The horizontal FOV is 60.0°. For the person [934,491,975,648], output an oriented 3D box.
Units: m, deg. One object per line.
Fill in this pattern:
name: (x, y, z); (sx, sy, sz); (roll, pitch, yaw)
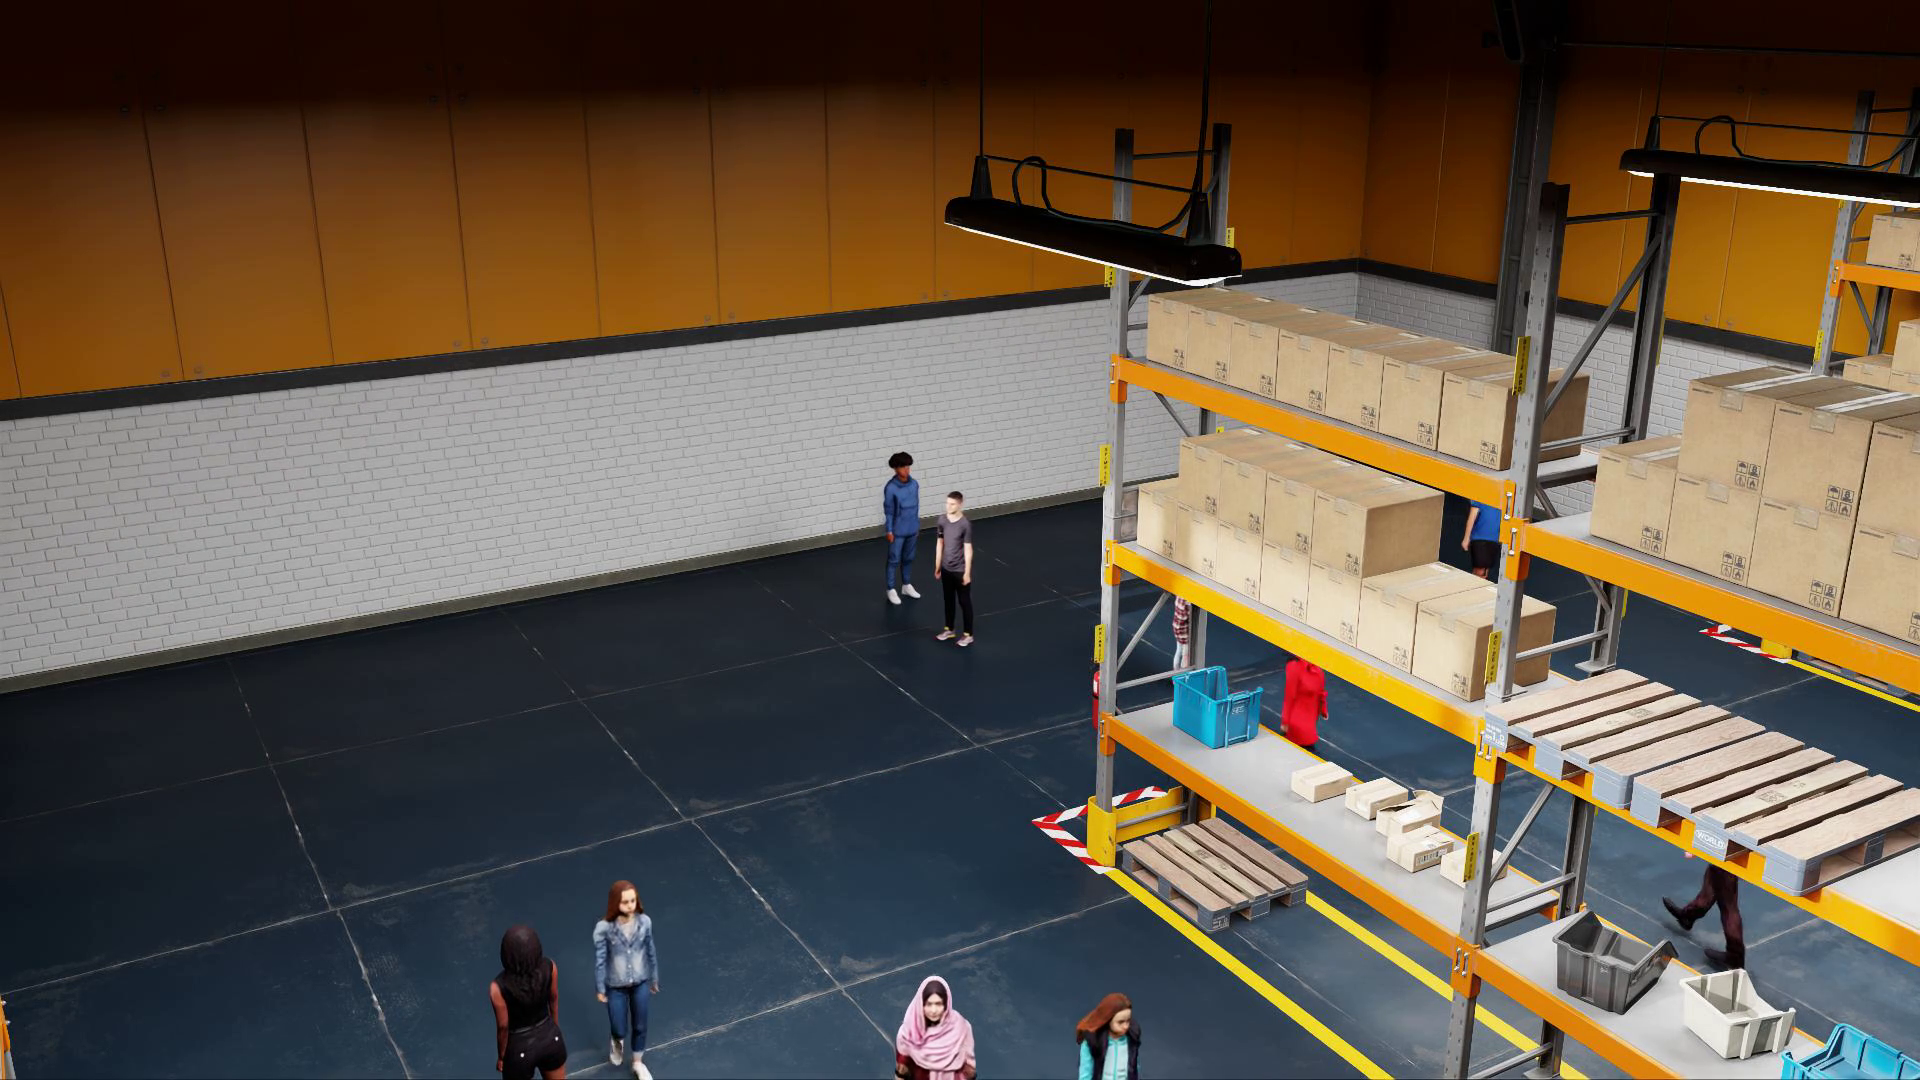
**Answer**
person: (-0.030, 0.304, 18.375); (0.602, 1.762, 0.764); (15, 23, 37)

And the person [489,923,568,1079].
person: (-2.601, 3.101, 10.102); (0.649, 1.740, 0.598); (-17, 25, -40)

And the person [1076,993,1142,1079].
person: (0.833, 3.308, 9.894); (0.705, 1.482, 0.958); (-5, 19, -14)

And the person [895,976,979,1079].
person: (-0.147, 3.262, 9.832); (0.883, 1.608, 1.156); (-3, 19, -8)

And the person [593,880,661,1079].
person: (-2.241, 2.916, 11.081); (0.569, 1.466, 0.635); (-10, 21, -28)

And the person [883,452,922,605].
person: (-0.687, -0.167, 19.700); (0.720, 1.809, 0.627); (-16, 24, -39)
